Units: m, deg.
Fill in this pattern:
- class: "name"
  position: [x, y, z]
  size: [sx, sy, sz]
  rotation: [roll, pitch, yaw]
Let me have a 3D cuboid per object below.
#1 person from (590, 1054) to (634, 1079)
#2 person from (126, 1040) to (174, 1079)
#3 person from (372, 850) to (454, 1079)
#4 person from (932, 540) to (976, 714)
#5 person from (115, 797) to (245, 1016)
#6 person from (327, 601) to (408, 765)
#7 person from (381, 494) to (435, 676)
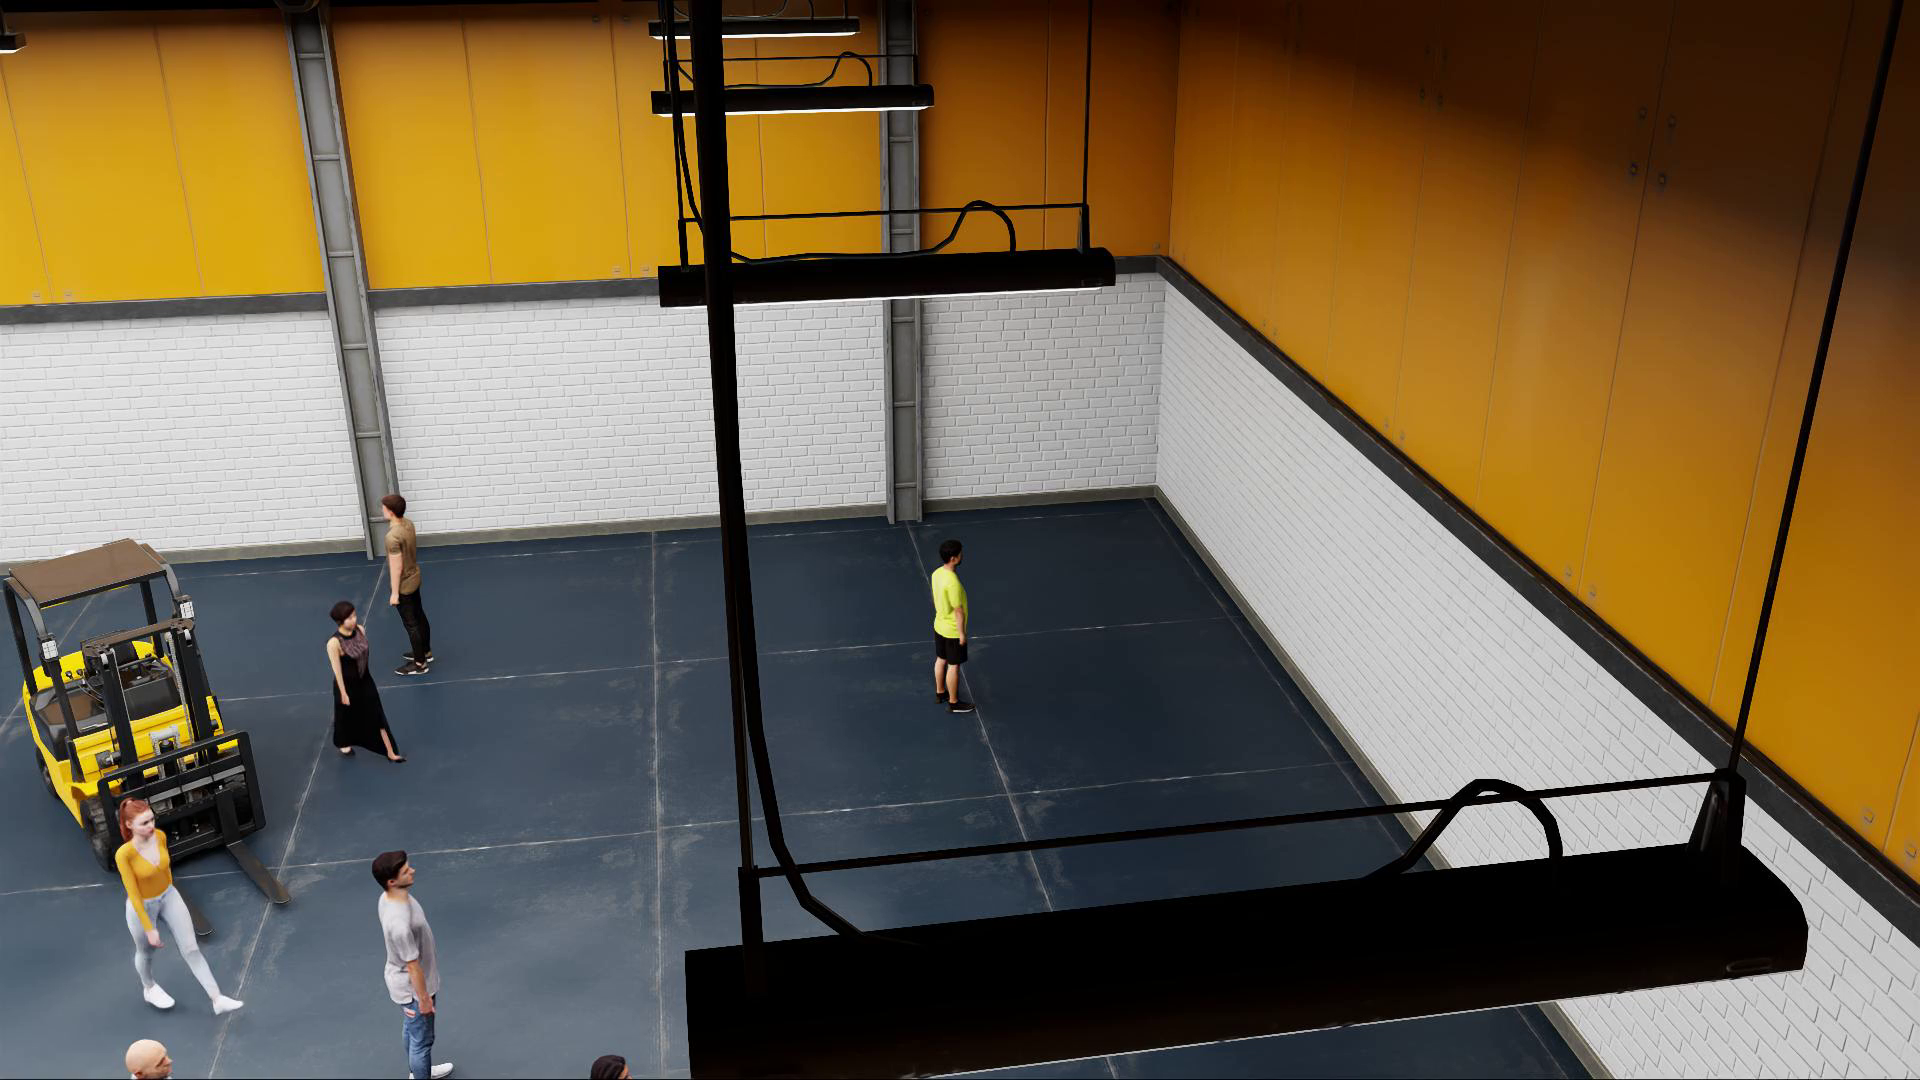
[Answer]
- class: "person"
  position: [-1.859, 3.548, 9.089]
  size: [0.538, 1.810, 0.633]
  rotation: [-3, 24, -6]
- class: "person"
  position: [-4.386, 3.500, 9.222]
  size: [0.535, 1.791, 0.625]
  rotation: [-4, 24, -9]
- class: "person"
  position: [-3.522, 2.805, 10.690]
  size: [0.661, 1.889, 0.730]
  rotation: [-11, 26, -23]
- class: "person"
  position: [-0.094, 0.794, 15.516]
  size: [0.649, 1.709, 0.684]
  rotation: [-12, 27, -26]
- class: "person"
  position: [-5.642, 2.554, 11.489]
  size: [1.158, 1.709, 0.998]
  rotation: [11, 26, 24]
- class: "person"
  position: [-5.387, 1.273, 14.619]
  size: [1.120, 1.550, 0.991]
  rotation: [12, 26, 25]
- class: "person"
  position: [-5.399, 0.414, 16.207]
  size: [0.621, 1.852, 0.696]
  rotation: [0, 24, 0]
